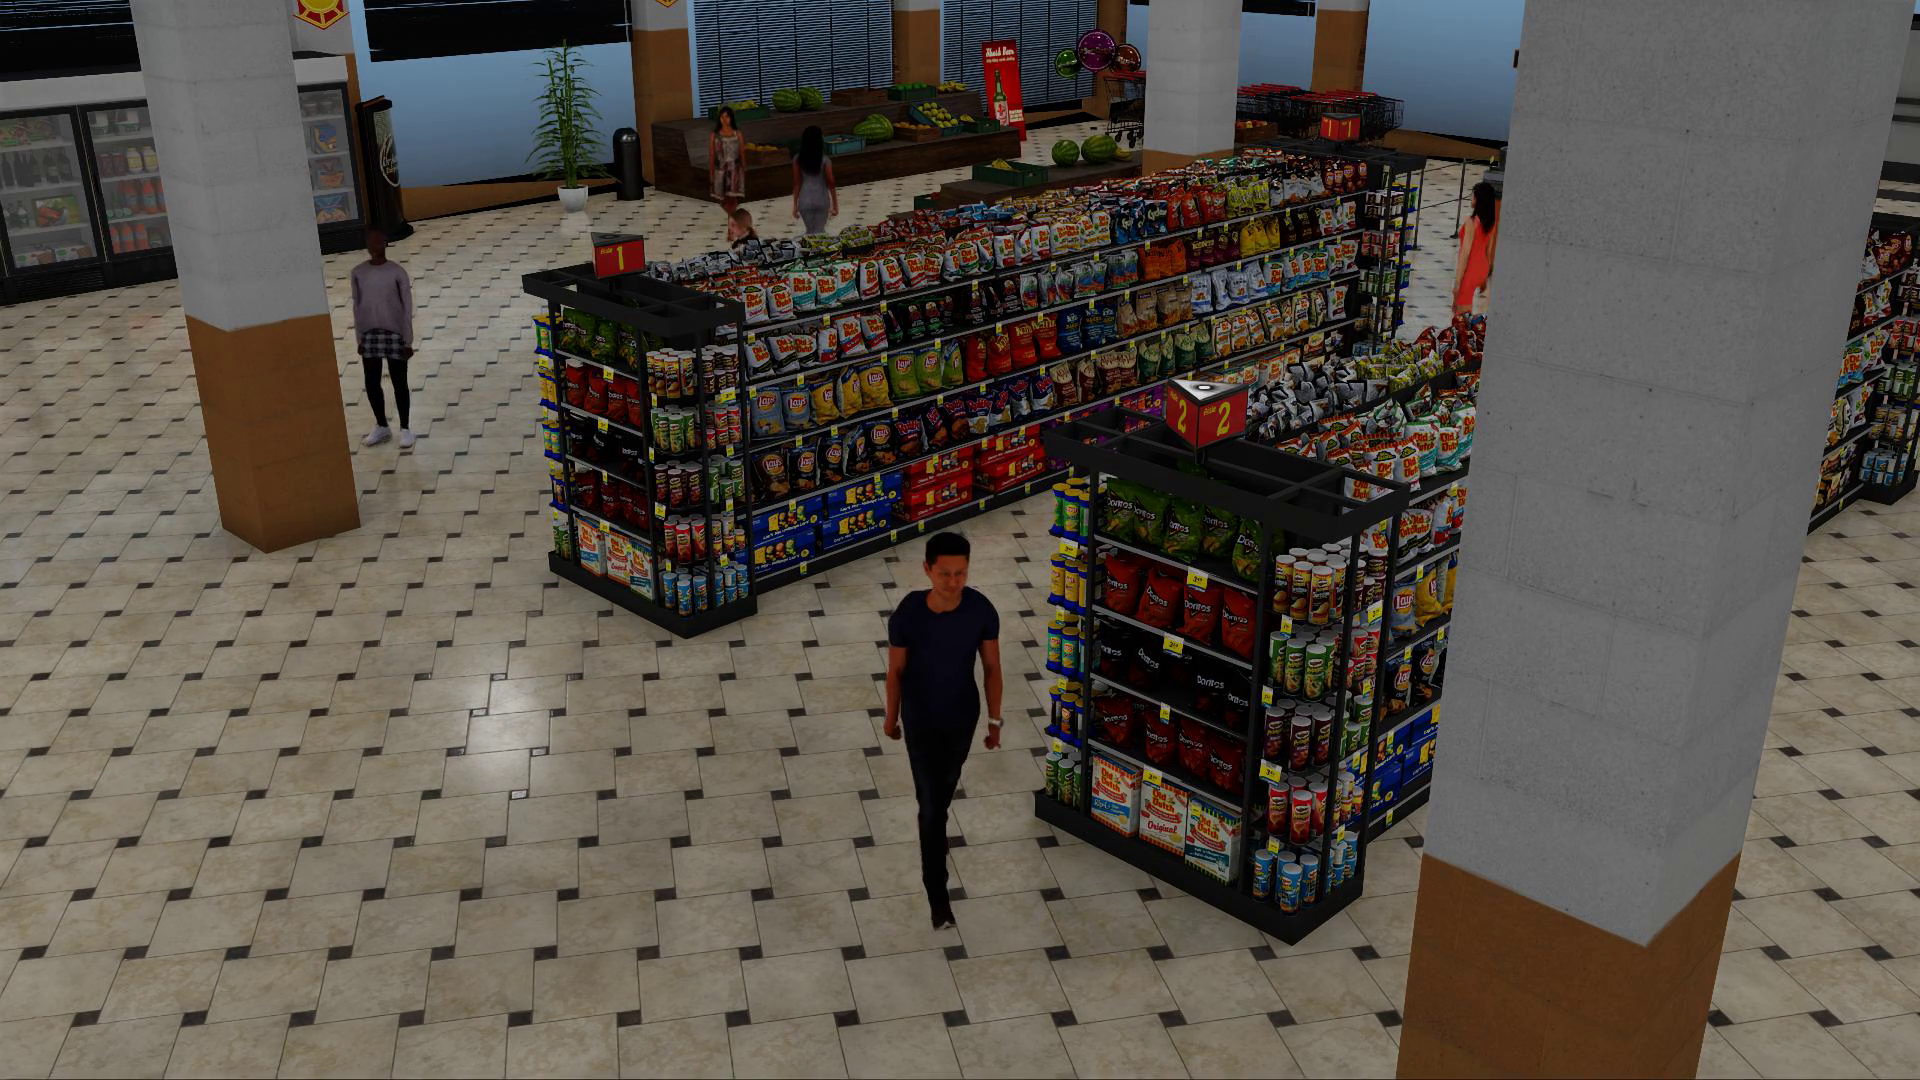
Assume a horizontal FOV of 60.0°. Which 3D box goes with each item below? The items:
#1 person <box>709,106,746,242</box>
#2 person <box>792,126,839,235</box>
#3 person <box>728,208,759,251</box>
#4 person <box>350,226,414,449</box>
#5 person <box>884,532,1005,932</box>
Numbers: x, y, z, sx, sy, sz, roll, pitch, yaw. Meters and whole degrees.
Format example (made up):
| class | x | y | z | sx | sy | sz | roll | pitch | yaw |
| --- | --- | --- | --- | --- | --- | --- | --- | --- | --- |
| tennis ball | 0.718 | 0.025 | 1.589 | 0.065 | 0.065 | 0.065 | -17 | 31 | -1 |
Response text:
| class | x | y | z | sx | sy | sz | roll | pitch | yaw |
| --- | --- | --- | --- | --- | --- | --- | --- | --- | --- |
| person | -2.892 | -4.600 | 20.872 | 1.018 | 1.623 | 1.079 | 0 | 22 | -1 |
| person | -1.625 | -3.600 | 18.216 | 0.969 | 1.747 | 1.141 | 5 | 22 | 12 |
| person | -1.706 | -1.916 | 14.074 | 1.149 | 1.710 | 0.650 | -18 | 28 | -37 |
| person | -4.598 | -1.601 | 13.274 | 0.757 | 1.723 | 0.818 | 2 | 22 | 5 |
| person | -0.083 | 0.758 | 7.390 | 1.188 | 1.732 | 1.135 | -4 | 22 | -10 |
